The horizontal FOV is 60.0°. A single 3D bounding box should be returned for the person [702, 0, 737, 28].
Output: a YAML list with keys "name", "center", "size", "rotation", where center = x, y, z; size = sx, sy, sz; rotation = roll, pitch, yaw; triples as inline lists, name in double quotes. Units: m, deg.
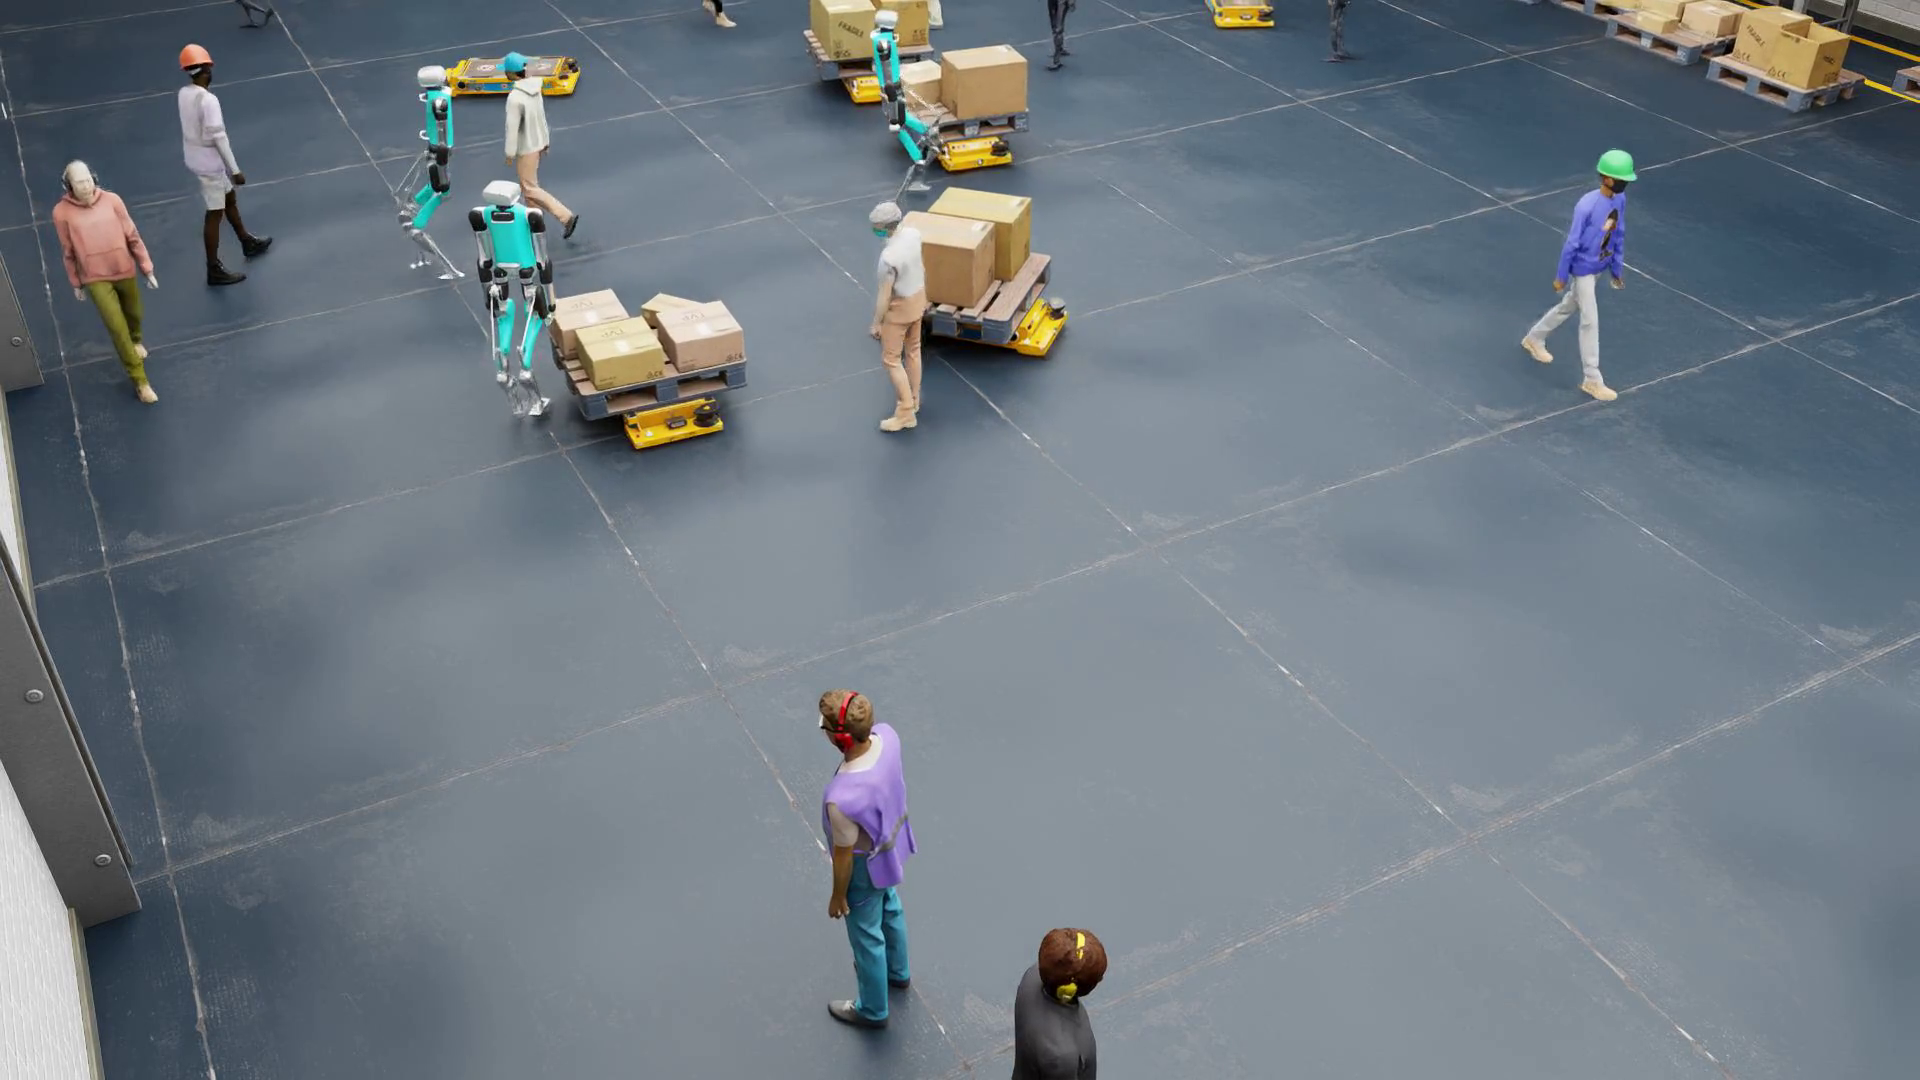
- name: "person"
  center: [-2.818, -6.741, 19.105]
  size: [0.401, 1.675, 0.554]
  rotation: [8, 36, 11]

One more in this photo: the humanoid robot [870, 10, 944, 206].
- name: "humanoid robot"
  center: [-0.402, -3.866, 14.952]
  size: [0.770, 1.781, 0.535]
  rotation: [-2, 35, -3]

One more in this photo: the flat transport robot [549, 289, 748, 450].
- name: "flat transport robot"
  center: [-2.292, -1.142, 12.346]
  size: [0.659, 0.231, 1.431]
  rotation: [-15, 38, -20]

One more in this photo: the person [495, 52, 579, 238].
- name: "person"
  center: [-3.679, -3.378, 14.324]
  size: [0.668, 1.649, 0.473]
  rotation: [8, 36, 11]

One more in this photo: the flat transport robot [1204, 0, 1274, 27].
- name: "flat transport robot"
  center: [3.298, -6.445, 19.918]
  size: [0.659, 0.231, 1.431]
  rotation: [-2, 35, -3]

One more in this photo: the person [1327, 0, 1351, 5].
- name: "person"
  center: [4.471, -7.265, 19.648]
  size: [0.652, 1.913, 0.554]
  rotation: [-1, 35, -1]

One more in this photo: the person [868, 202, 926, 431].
- name: "person"
  center: [-0.405, -1.606, 11.761]
  size: [0.308, 1.708, 0.613]
  rotation: [20, 40, 26]

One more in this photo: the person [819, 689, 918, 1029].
- name: "person"
  center: [-0.396, 1.413, 7.339]
  size: [0.399, 1.835, 0.557]
  rotation: [11, 36, 15]

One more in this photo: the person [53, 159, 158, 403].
- name: "person"
  center: [-6.246, -1.978, 12.210]
  size: [0.547, 1.802, 0.894]
  rotation: [-23, 41, -29]

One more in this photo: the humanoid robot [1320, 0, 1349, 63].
- name: "humanoid robot"
  center: [4.174, -6.061, 18.150]
  size: [0.331, 1.644, 0.608]
  rotation: [13, 37, 18]

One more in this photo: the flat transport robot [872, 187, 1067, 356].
- name: "flat transport robot"
  center: [0.082, -1.796, 13.280]
  size: [1.431, 0.231, 0.659]
  rotation: [11, 37, 15]

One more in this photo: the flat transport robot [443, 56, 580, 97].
- name: "flat transport robot"
  center: [-4.831, -4.946, 17.777]
  size: [1.431, 0.231, 0.659]
  rotation: [-2, 35, -2]

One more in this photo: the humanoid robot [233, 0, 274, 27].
- name: "humanoid robot"
  center: [-8.234, -6.680, 19.024]
  size: [0.446, 1.638, 0.602]
  rotation: [-5, 35, -8]

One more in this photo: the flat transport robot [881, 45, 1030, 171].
- name: "flat transport robot"
  center: [-0.049, -4.028, 16.467]
  size: [0.659, 0.231, 1.431]
  rotation: [-12, 37, -16]

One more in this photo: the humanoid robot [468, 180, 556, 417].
- name: "humanoid robot"
  center: [-3.146, -1.554, 11.679]
  size: [0.539, 1.819, 0.702]
  rotation: [3, 35, 5]

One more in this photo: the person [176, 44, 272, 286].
- name: "person"
  center: [-6.155, -3.112, 13.758]
  size: [0.806, 1.873, 0.597]
  rotation: [-29, 44, -34]

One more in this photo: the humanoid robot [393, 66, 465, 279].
- name: "humanoid robot"
  center: [-4.475, -2.978, 13.711]
  size: [0.798, 1.793, 0.530]
  rotation: [-12, 37, -16]

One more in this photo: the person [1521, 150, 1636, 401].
- name: "person"
  center: [4.632, -2.016, 12.244]
  size: [0.468, 1.826, 0.955]
  rotation: [-22, 41, -28]

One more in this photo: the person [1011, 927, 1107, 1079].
- name: "person"
  center: [0.359, 2.147, 6.253]
  size: [0.355, 1.874, 0.491]
  rotation: [-6, 35, -8]

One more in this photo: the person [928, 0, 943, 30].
- name: "person"
  center: [-0.413, -6.848, 19.155]
  size: [0.466, 1.813, 0.688]
  rotation: [3, 35, 4]

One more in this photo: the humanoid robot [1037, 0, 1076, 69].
- name: "humanoid robot"
  center: [1.051, -5.994, 18.066]
  size: [0.586, 1.626, 0.608]
  rotation: [-27, 43, -33]

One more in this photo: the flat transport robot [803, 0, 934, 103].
- name: "flat transport robot"
  center: [-0.979, -5.065, 17.948]
  size: [0.659, 0.231, 1.431]
  rotation: [-9, 36, -13]
